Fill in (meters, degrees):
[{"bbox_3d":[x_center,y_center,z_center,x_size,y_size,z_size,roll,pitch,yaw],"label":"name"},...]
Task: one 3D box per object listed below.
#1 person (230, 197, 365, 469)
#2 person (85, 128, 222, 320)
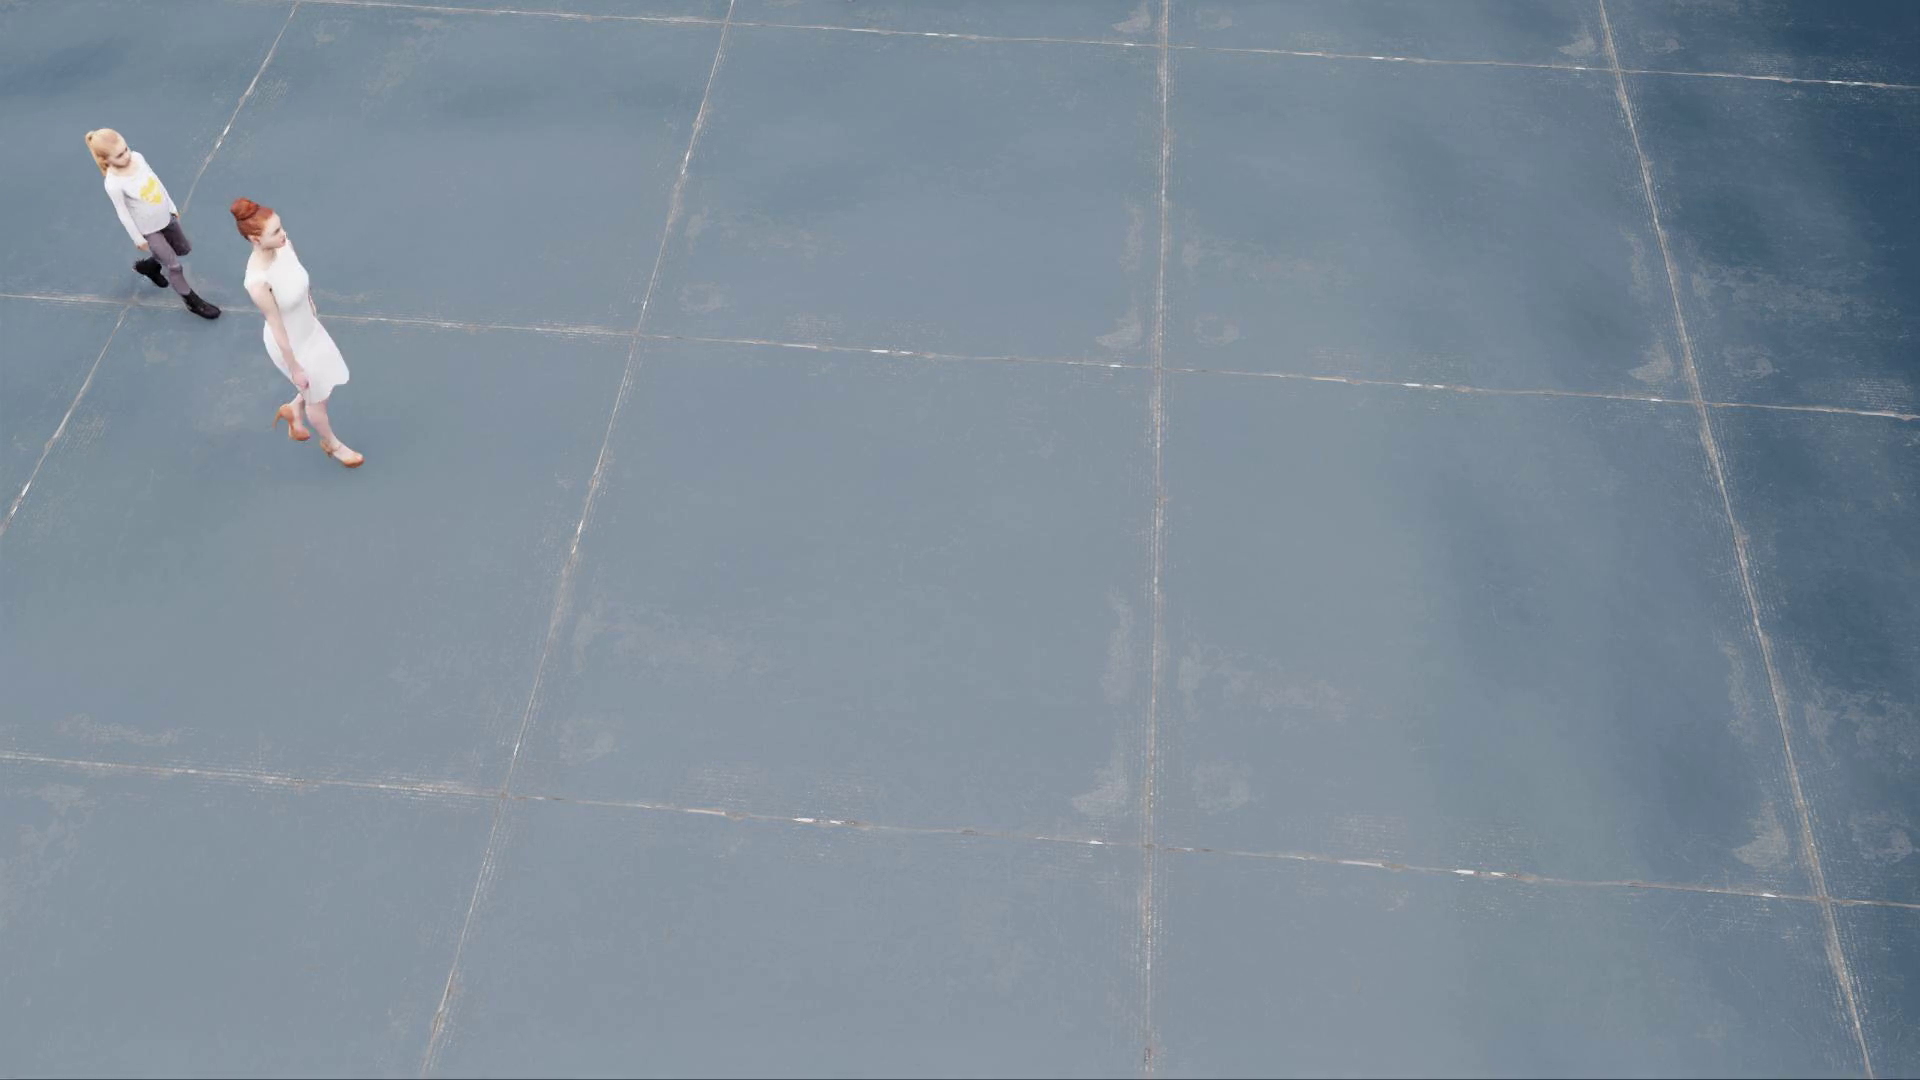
[{"bbox_3d":[-3.384,-0.984,8.270,0.730,1.780,0.622,8,53,6],"label":"person"},{"bbox_3d":[-4.517,-1.765,9.200,0.760,1.266,0.550,11,53,8],"label":"person"}]
